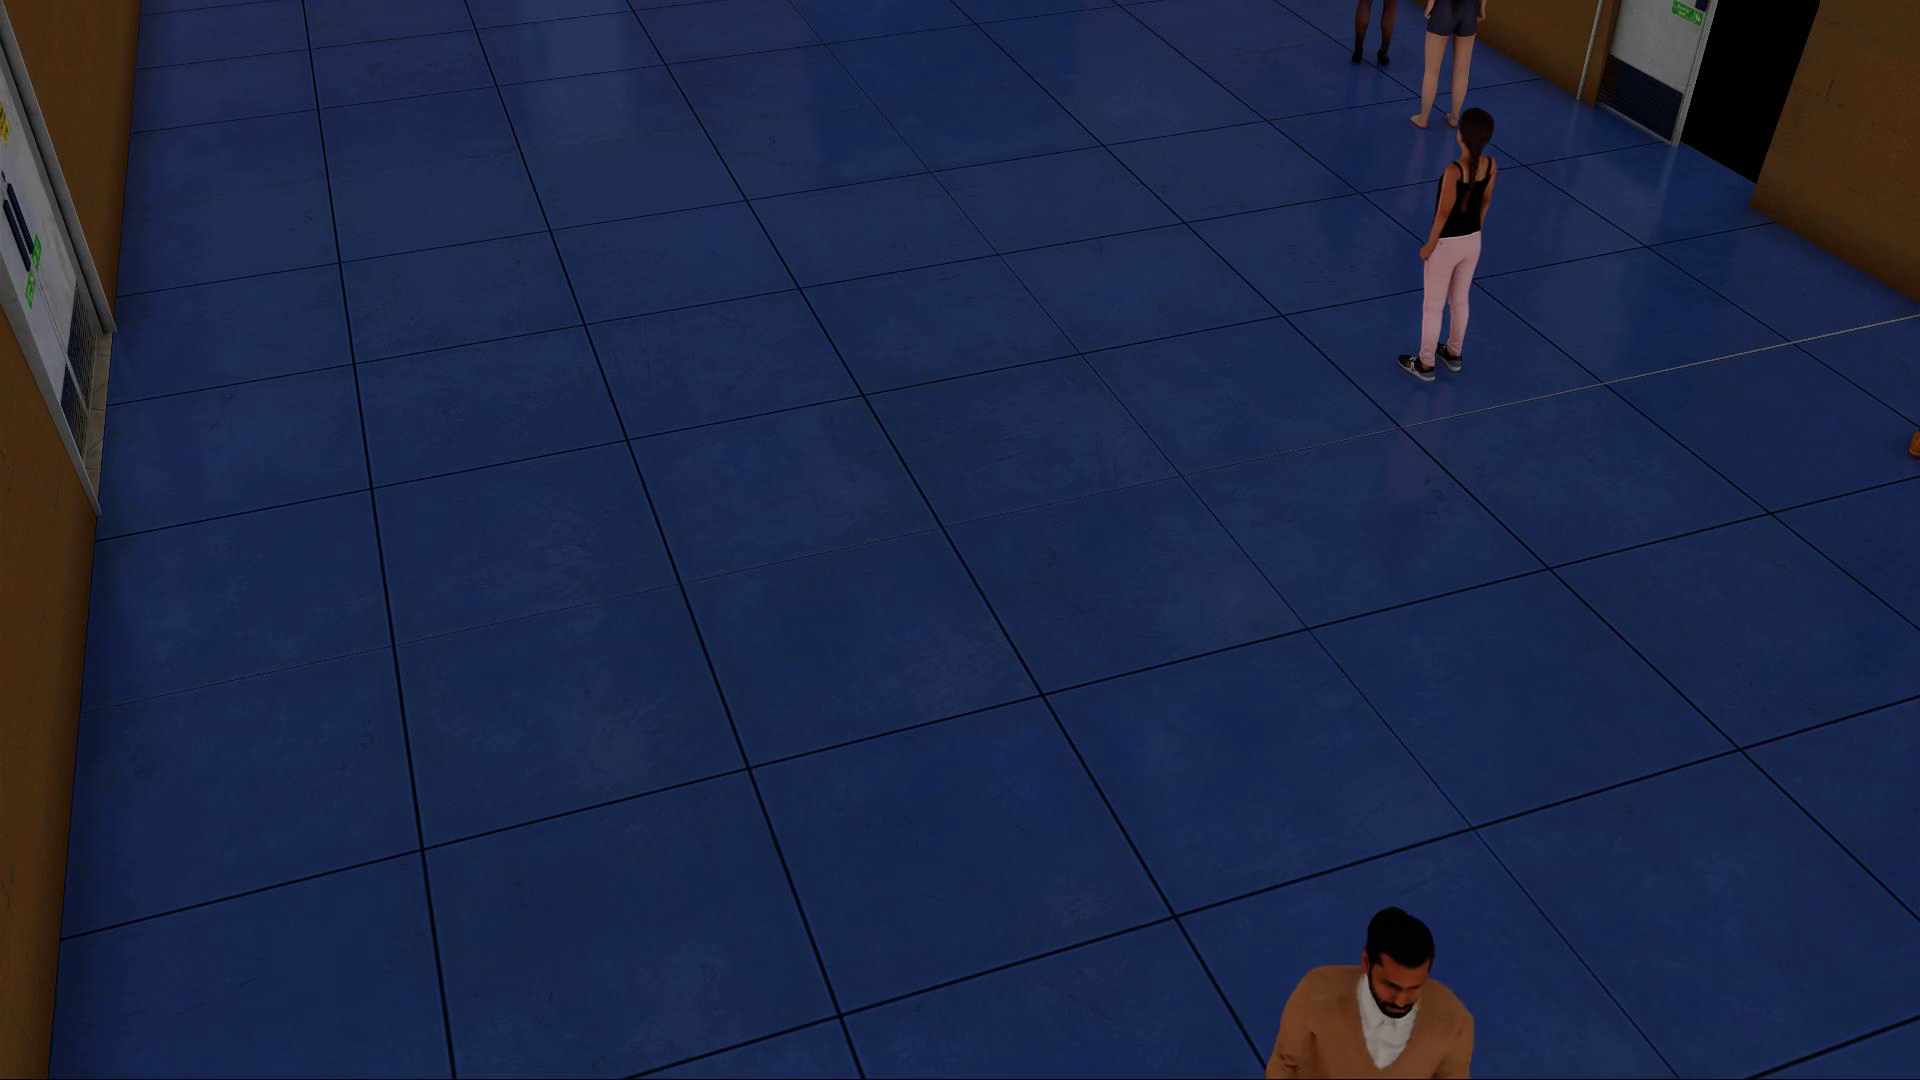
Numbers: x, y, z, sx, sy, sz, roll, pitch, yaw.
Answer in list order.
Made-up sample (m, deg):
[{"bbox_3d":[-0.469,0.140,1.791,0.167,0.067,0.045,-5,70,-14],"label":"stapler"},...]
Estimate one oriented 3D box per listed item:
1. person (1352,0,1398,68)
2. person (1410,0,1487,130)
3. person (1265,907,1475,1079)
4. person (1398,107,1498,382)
[{"bbox_3d":[3.277,-4.529,12.865,0.635,1.704,0.719,12,38,15],"label":"person"},{"bbox_3d":[3.543,-3.755,11.892,0.560,1.650,0.715,-1,37,-2],"label":"person"},{"bbox_3d":[1.100,1.589,4.708,1.021,1.728,0.987,4,37,5],"label":"person"},{"bbox_3d":[2.709,-1.615,9.113,0.460,1.564,0.612,-16,40,-20],"label":"person"}]
